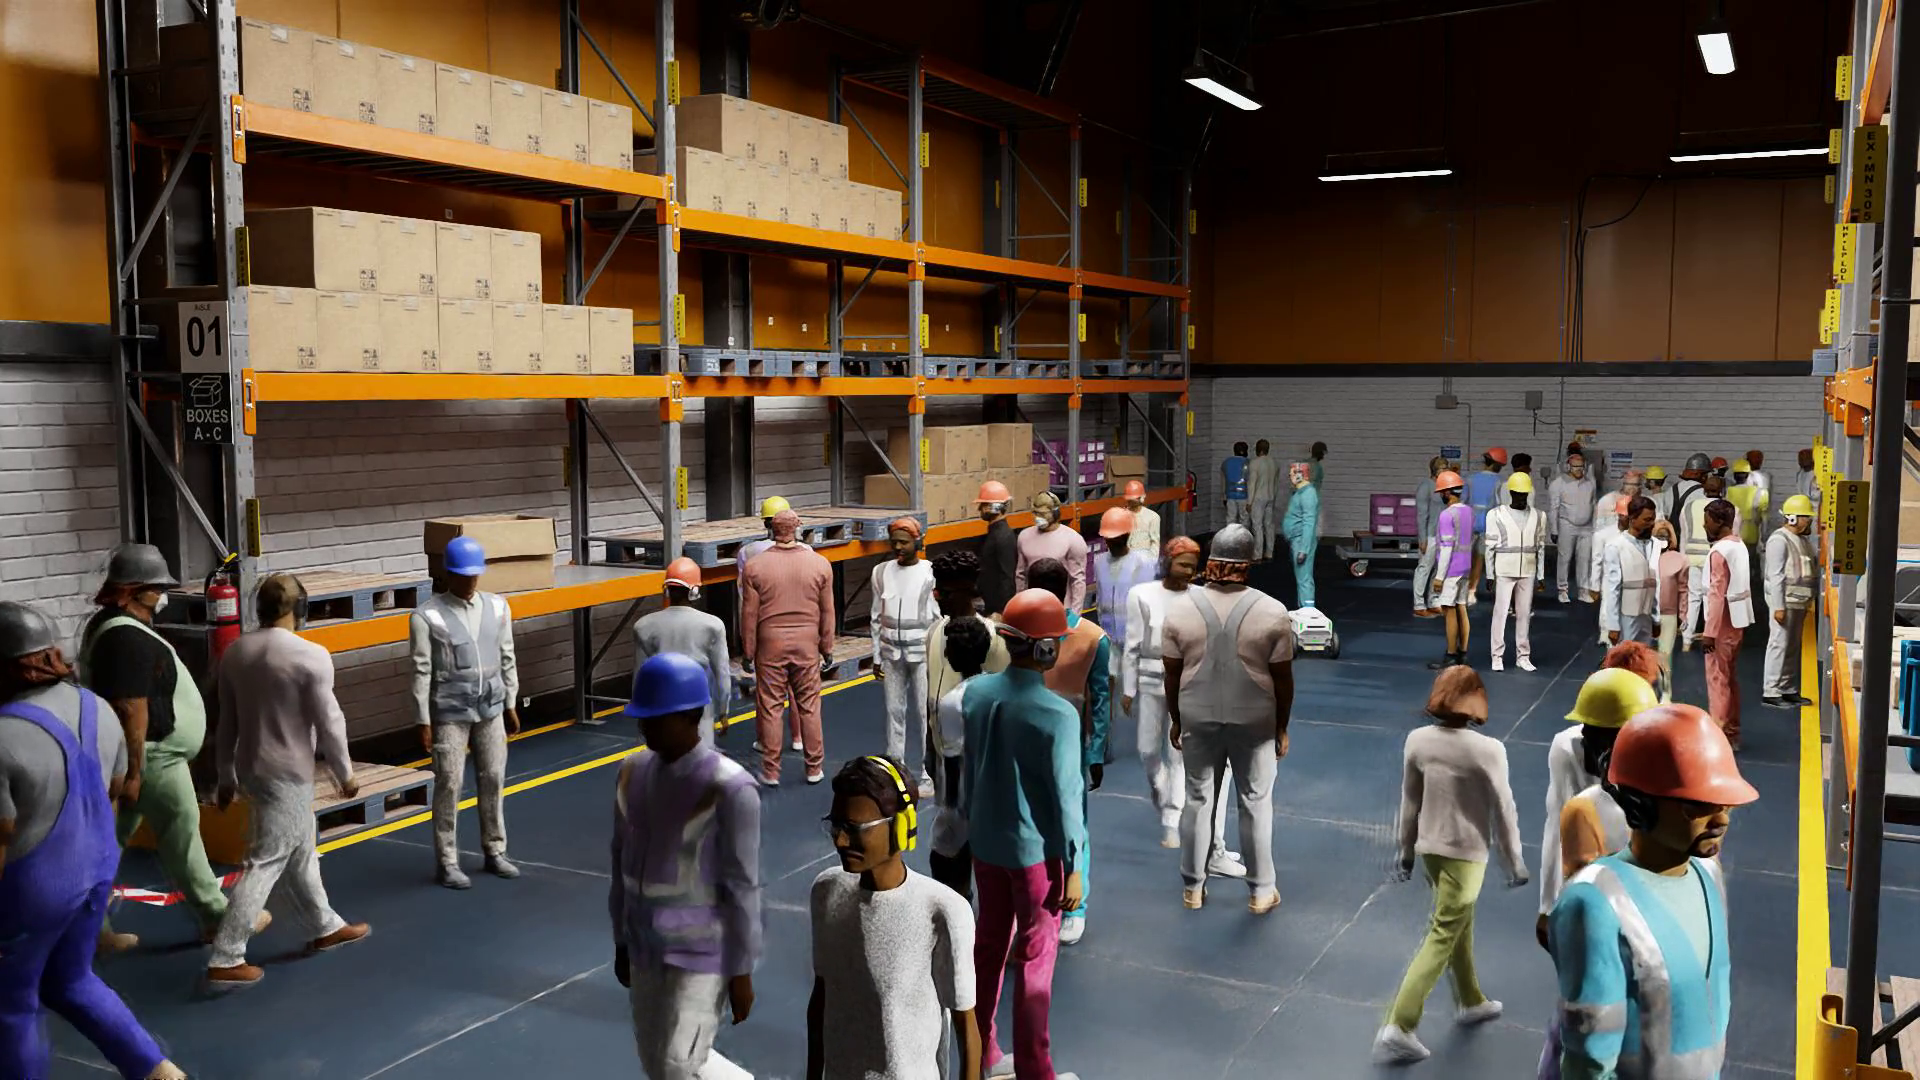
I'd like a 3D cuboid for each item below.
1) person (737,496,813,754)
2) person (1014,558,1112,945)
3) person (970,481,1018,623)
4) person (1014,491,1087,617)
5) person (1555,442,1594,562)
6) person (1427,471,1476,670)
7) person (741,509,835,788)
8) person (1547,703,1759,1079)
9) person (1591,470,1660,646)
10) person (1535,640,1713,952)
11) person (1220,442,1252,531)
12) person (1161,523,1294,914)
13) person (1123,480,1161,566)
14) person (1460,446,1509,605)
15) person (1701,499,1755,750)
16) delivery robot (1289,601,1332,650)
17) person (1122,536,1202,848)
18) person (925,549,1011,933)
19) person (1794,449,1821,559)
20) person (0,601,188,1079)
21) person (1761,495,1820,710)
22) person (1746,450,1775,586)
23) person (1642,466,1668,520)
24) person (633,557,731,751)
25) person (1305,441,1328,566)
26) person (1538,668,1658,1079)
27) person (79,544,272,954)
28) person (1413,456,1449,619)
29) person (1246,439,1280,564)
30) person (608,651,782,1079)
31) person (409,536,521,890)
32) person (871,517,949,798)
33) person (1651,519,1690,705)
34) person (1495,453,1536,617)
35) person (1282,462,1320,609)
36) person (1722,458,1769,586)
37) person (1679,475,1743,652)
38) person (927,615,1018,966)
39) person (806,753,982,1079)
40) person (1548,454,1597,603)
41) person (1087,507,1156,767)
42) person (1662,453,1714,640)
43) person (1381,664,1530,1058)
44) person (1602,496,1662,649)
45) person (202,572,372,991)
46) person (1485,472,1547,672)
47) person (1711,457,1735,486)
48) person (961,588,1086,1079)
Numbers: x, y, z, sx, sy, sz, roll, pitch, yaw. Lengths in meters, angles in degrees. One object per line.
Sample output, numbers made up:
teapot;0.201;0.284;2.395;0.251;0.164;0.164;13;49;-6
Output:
person;-1.376;0.635;12.461;0.594;1.922;0.375;-1;5;-12
person;0.466;1.031;8.275;0.590;1.911;0.395;3;6;28
person;0.283;0.530;13.269;0.415;1.990;0.668;0;5;-5
person;0.687;0.578;13.032;0.627;1.934;0.372;3;6;33
person;9.527;-0.574;25.777;0.612;1.879;0.404;3;6;26
person;4.729;0.300;16.050;0.373;1.928;0.543;5;7;43
person;-1.187;0.741;11.433;0.652;1.904;0.403;-1;5;-14
person;1.583;1.381;3.802;0.608;2.045;0.391;-5;7;-41
person;6.967;0.202;17.432;0.654;1.863;0.903;2;6;21
person;2.387;1.289;5.954;0.630;1.838;0.995;1;5;8
person;4.555;-0.683;27.107;0.624;1.841;0.430;5;7;41
person;1.418;0.923;8.742;0.683;2.000;0.537;2;6;18
person;1.849;0.232;17.734;0.559;1.746;0.332;3;6;28
person;6.534;-0.171;20.729;0.664;1.999;0.444;4;6;35
person;5.705;0.649;12.433;0.413;1.907;0.595;4;7;37
delivery robot;3.535;0.859;16.839;0.477;0.478;0.707;0;5;1
person;1.274;0.889;10.124;0.584;1.855;0.694;1;5;6
person;0.021;1.016;8.214;0.375;1.958;0.599;-4;7;-39
person;12.141;-0.372;23.665;0.533;1.859;0.588;-1;5;-11
person;-3.200;1.192;5.855;0.724;2.000;0.690;1;5;11
person;7.092;0.526;14.193;0.595;1.827;0.403;-5;7;-41
person;10.874;-0.299;22.741;0.584;1.882;0.342;-3;6;-27
person;8.480;-0.018;20.339;0.308;1.769;0.524;1;5;10
person;-1.615;0.975;9.718;0.573;1.749;0.342;0;5;3
person;5.329;-0.544;25.237;0.504;1.913;0.637;0;5;0
person;2.041;1.333;5.211;0.608;1.872;1.014;-3;6;-28
person;-3.906;0.987;8.057;0.885;2.000;0.688;-5;7;-42
person;5.609;-0.033;19.667;0.626;1.932;0.377;-5;7;-41
person;4.672;-0.593;25.683;0.630;1.934;0.365;-4;7;-37
person;-0.860;1.293;5.395;0.623;1.923;0.816;4;7;38
person;-2.710;0.939;9.145;0.419;1.933;0.623;5;7;45
person;-0.339;0.783;11.147;0.572;1.879;0.350;2;6;24
person;5.867;0.638;13.997;0.511;1.630;0.267;1;5;11
person;6.638;-0.065;19.843;0.375;1.959;0.608;-2;6;-21
person;3.797;0.078;18.590;0.405;1.903;0.636;1;5;7
person;9.296;-0.029;19.822;0.590;1.892;0.924;3;6;30
person;7.709;0.255;17.074;0.625;1.833;0.431;5;7;43
person;0.093;1.183;7.818;0.681;1.670;0.537;4;7;37
person;-0.188;1.441;4.091;0.535;1.868;0.309;4;6;34
person;7.750;-0.139;20.982;0.647;1.895;0.403;-1;5;-11
person;1.226;0.686;12.192;0.559;1.891;1.010;4;6;35
person;7.978;0.058;18.055;0.536;2.000;0.684;-2;6;-21
person;2.031;1.312;6.929;0.848;1.593;0.507;-3;6;-30
person;5.187;0.610;12.853;0.598;1.908;0.410;-3;6;-33
person;-3.178;1.100;7.749;0.617;1.892;0.960;3;6;33
person;5.344;0.307;15.983;0.592;1.925;0.372;0;5;-2
person;10.598;-0.286;23.284;0.573;1.750;0.329;-3;6;-28
person;0.251;1.174;6.374;0.395;1.989;0.619;-5;7;-41
